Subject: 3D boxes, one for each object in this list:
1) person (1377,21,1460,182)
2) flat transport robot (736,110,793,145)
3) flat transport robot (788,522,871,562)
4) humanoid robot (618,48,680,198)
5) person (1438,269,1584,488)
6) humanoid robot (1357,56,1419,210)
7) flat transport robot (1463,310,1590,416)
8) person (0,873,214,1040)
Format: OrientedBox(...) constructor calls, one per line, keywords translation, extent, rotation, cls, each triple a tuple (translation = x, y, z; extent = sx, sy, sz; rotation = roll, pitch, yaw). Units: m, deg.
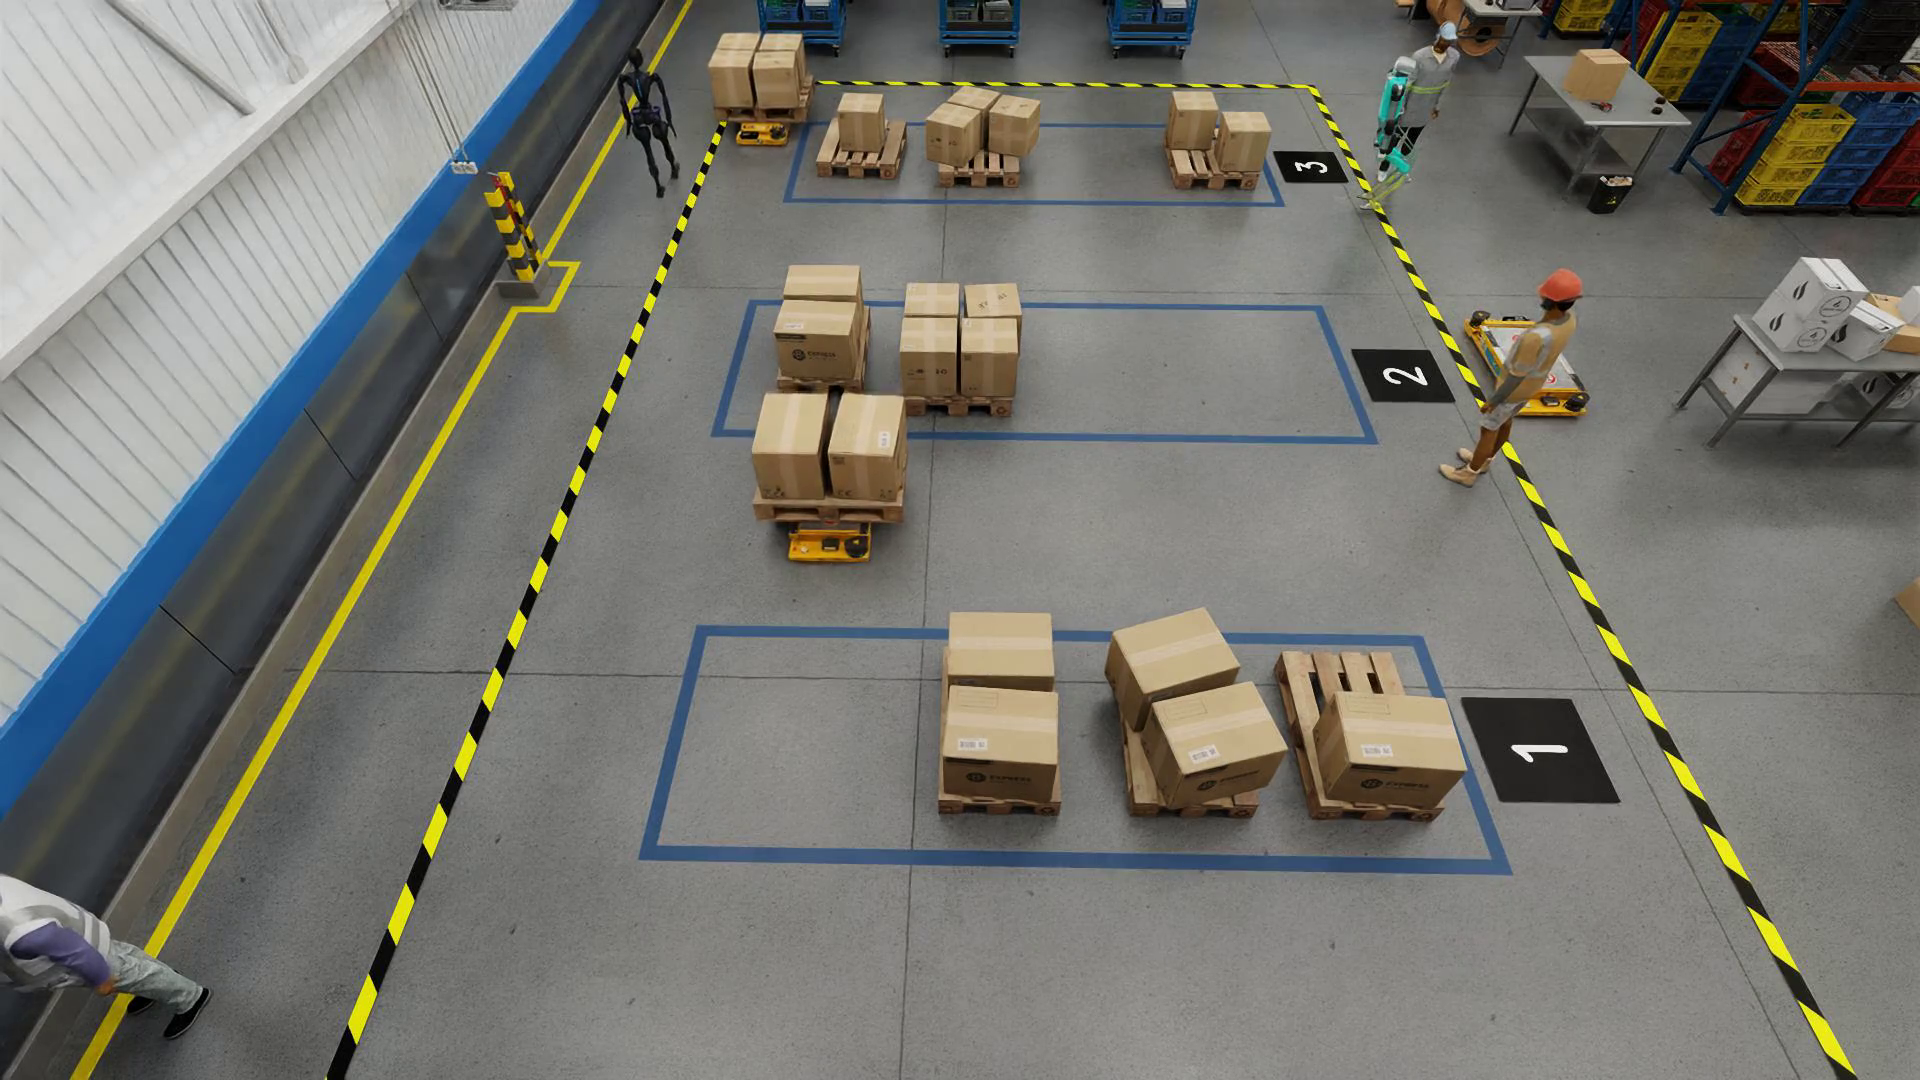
OrientedBox(translation=(5.513, -5.219, 11.003), extent=(0.590, 1.852, 0.372), rotation=(-6, 49, -5), cls="person")
OrientedBox(translation=(-2.636, -5.847, 12.576), extent=(0.652, 0.197, 1.431), rotation=(1, 49, 1), cls="flat transport robot")
OrientedBox(translation=(-1.059, -0.418, 7.876), extent=(0.652, 0.197, 1.431), rotation=(1, 49, 1), cls="flat transport robot")
OrientedBox(translation=(-3.735, -5.038, 10.978), extent=(0.590, 1.634, 0.695), rotation=(-7, 50, -6), cls="humanoid robot")
OrientedBox(translation=(4.490, -1.266, 7.463), extent=(0.607, 2.034, 0.400), rotation=(-29, 55, -23), cls="person")
OrientedBox(translation=(5.024, -4.592, 10.448), extent=(0.735, 1.677, 0.533), rotation=(9, 50, 8), cls="humanoid robot")
OrientedBox(translation=(5.573, -1.757, 9.054), extent=(0.659, 0.231, 1.431), rotation=(1, 49, 1), cls="flat transport robot")
OrientedBox(translation=(-4.563, 2.118, 4.672), extent=(0.588, 1.822, 0.403), rotation=(21, 52, 17), cls="person")
